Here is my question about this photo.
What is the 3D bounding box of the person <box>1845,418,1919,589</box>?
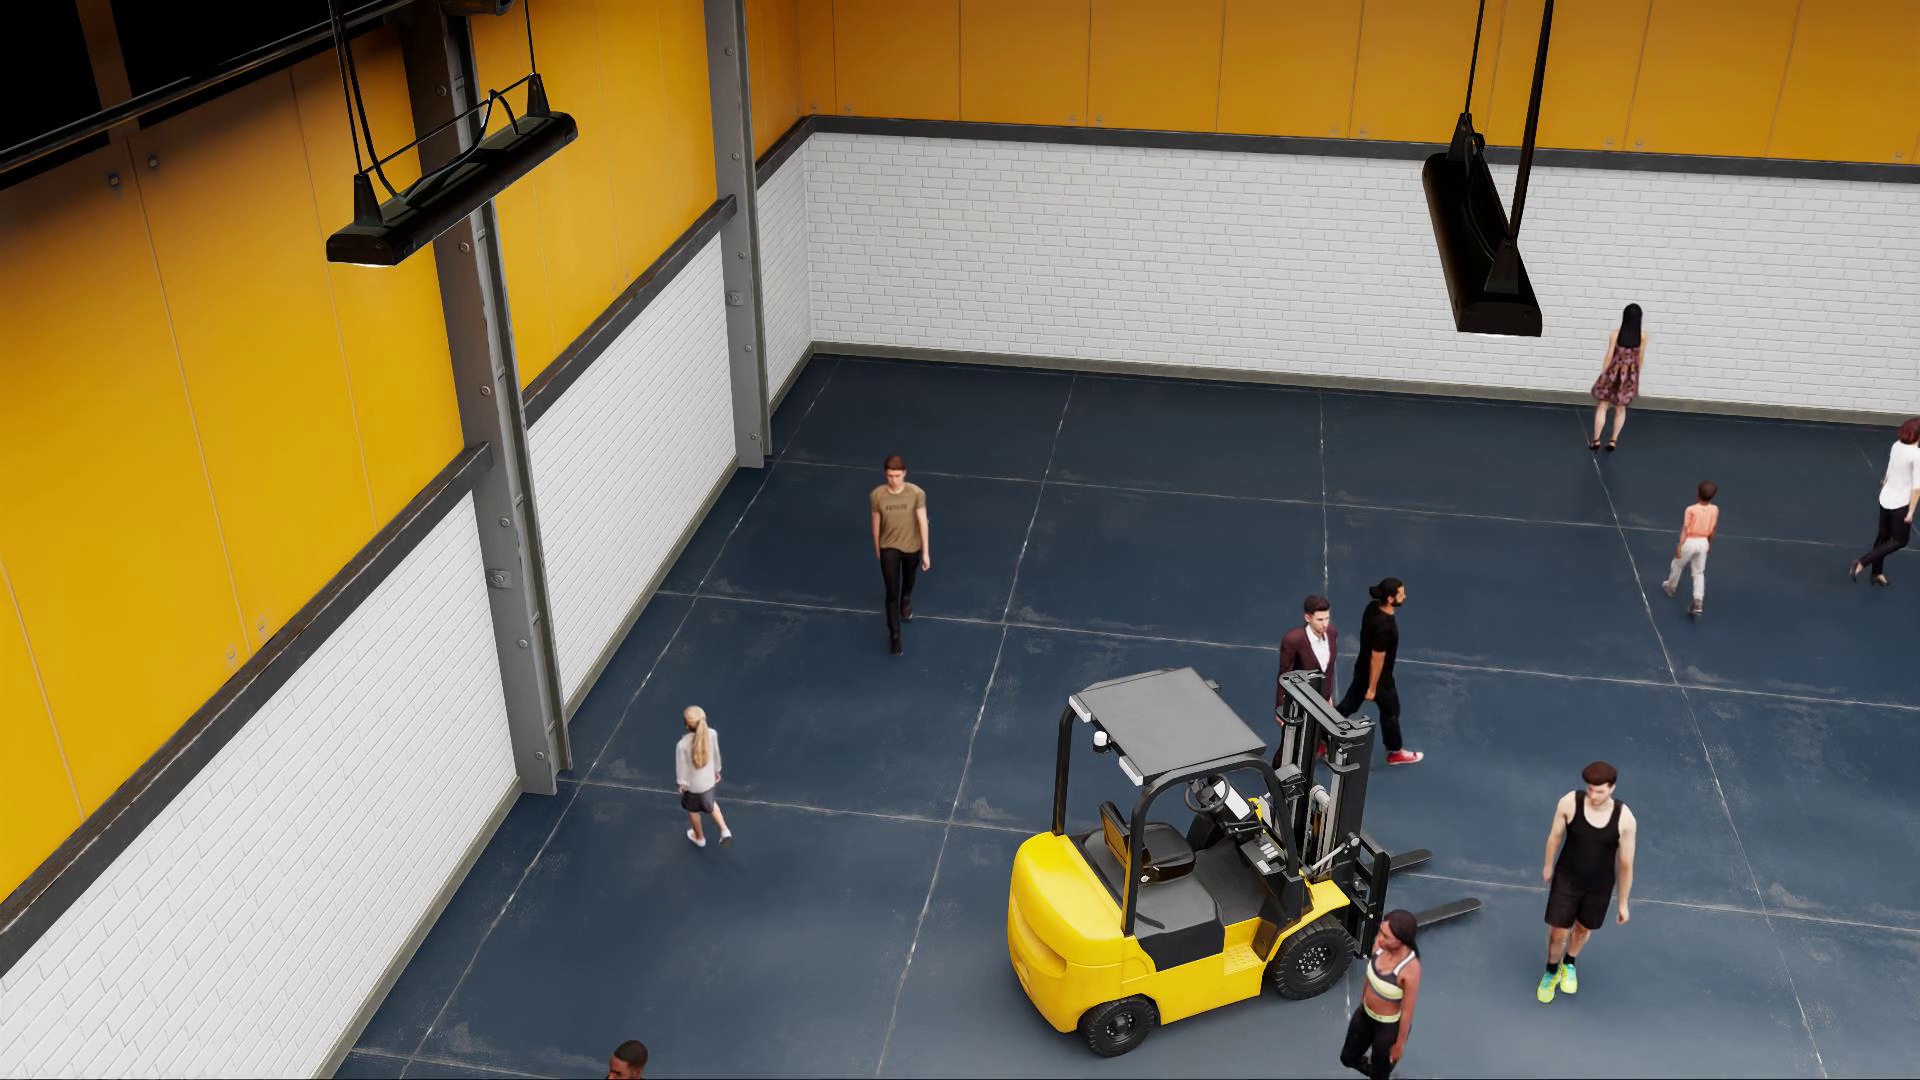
[{"bbox_3d":[8.737,-0.313,15.668,0.828,1.783,0.838,-4,29,-8],"label":"person"}]

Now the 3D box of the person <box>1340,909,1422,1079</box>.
[{"bbox_3d":[2.590,2.855,9.899,0.813,1.747,0.768,-11,31,-20],"label":"person"}]

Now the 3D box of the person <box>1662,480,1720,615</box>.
[{"bbox_3d":[6.857,0.072,15.464,0.599,1.303,0.932,1,29,1],"label":"person"}]

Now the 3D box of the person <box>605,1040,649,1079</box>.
[{"bbox_3d":[-1.697,3.370,8.891,0.706,1.808,0.693,20,35,33],"label":"person"}]

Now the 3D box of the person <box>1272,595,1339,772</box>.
[{"bbox_3d":[2.654,1.229,12.757,0.778,1.864,0.811,-15,32,-25],"label":"person"}]

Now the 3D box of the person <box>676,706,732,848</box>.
[{"bbox_3d":[-1.911,1.789,12.354,0.702,1.267,0.750,-22,36,-35],"label":"person"}]

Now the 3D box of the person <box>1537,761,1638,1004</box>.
[{"bbox_3d":[4.134,2.185,10.997,0.766,1.871,0.742,9,30,16],"label":"person"}]

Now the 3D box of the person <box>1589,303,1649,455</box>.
[{"bbox_3d":[7.288,-1.762,18.334,0.674,1.773,0.661,3,29,5],"label":"person"}]

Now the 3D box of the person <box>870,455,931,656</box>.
[{"bbox_3d":[-0.529,0.028,15.012,0.914,1.814,1.303,-3,29,-6],"label":"person"}]

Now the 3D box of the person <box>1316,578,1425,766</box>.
[{"bbox_3d":[3.197,1.066,13.206,0.859,1.719,1.130,0,29,-1],"label":"person"}]
